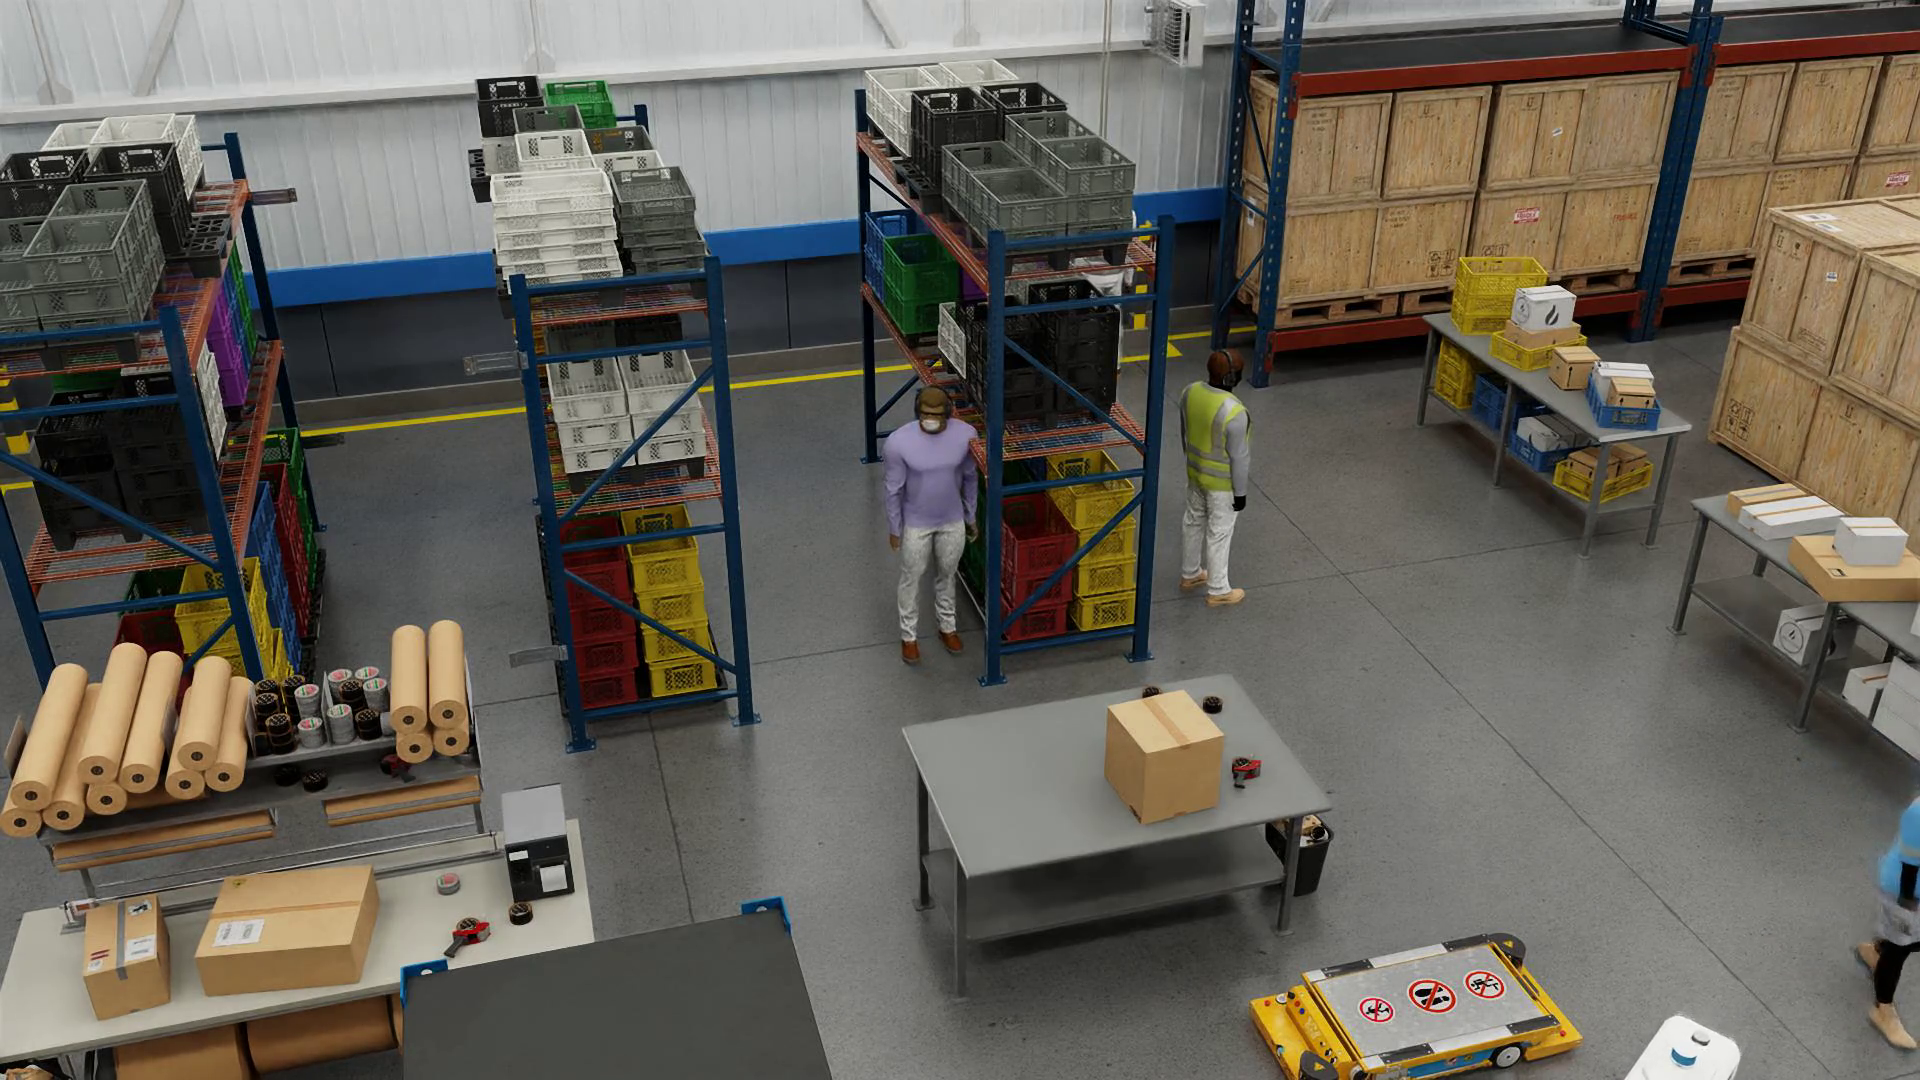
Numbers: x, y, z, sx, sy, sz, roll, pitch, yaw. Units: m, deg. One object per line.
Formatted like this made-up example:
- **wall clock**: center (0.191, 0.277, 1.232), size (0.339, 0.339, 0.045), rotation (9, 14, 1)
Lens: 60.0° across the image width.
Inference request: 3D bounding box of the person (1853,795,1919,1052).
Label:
- **person**: center (4.505, 1.608, 7.747), size (0.553, 1.684, 0.443), rotation (-12, 31, -20)

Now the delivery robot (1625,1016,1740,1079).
- **delivery robot**: center (3.156, 2.419, 7.345), size (0.477, 0.478, 0.707), rotation (23, 36, 35)

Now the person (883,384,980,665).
- **person**: center (-0.169, -0.118, 10.633), size (0.628, 1.936, 0.374), rotation (-9, 30, -16)

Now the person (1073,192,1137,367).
- **person**: center (1.253, -2.279, 14.641), size (0.603, 1.899, 0.482), rotation (-9, 30, -15)

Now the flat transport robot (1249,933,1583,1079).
- **flat transport robot**: center (2.184, 2.282, 7.980), size (1.431, 0.197, 0.652), rotation (-8, 30, -14)

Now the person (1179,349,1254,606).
- **person**: center (1.746, -0.432, 11.301), size (0.429, 1.844, 0.625), rotation (-16, 33, -27)
